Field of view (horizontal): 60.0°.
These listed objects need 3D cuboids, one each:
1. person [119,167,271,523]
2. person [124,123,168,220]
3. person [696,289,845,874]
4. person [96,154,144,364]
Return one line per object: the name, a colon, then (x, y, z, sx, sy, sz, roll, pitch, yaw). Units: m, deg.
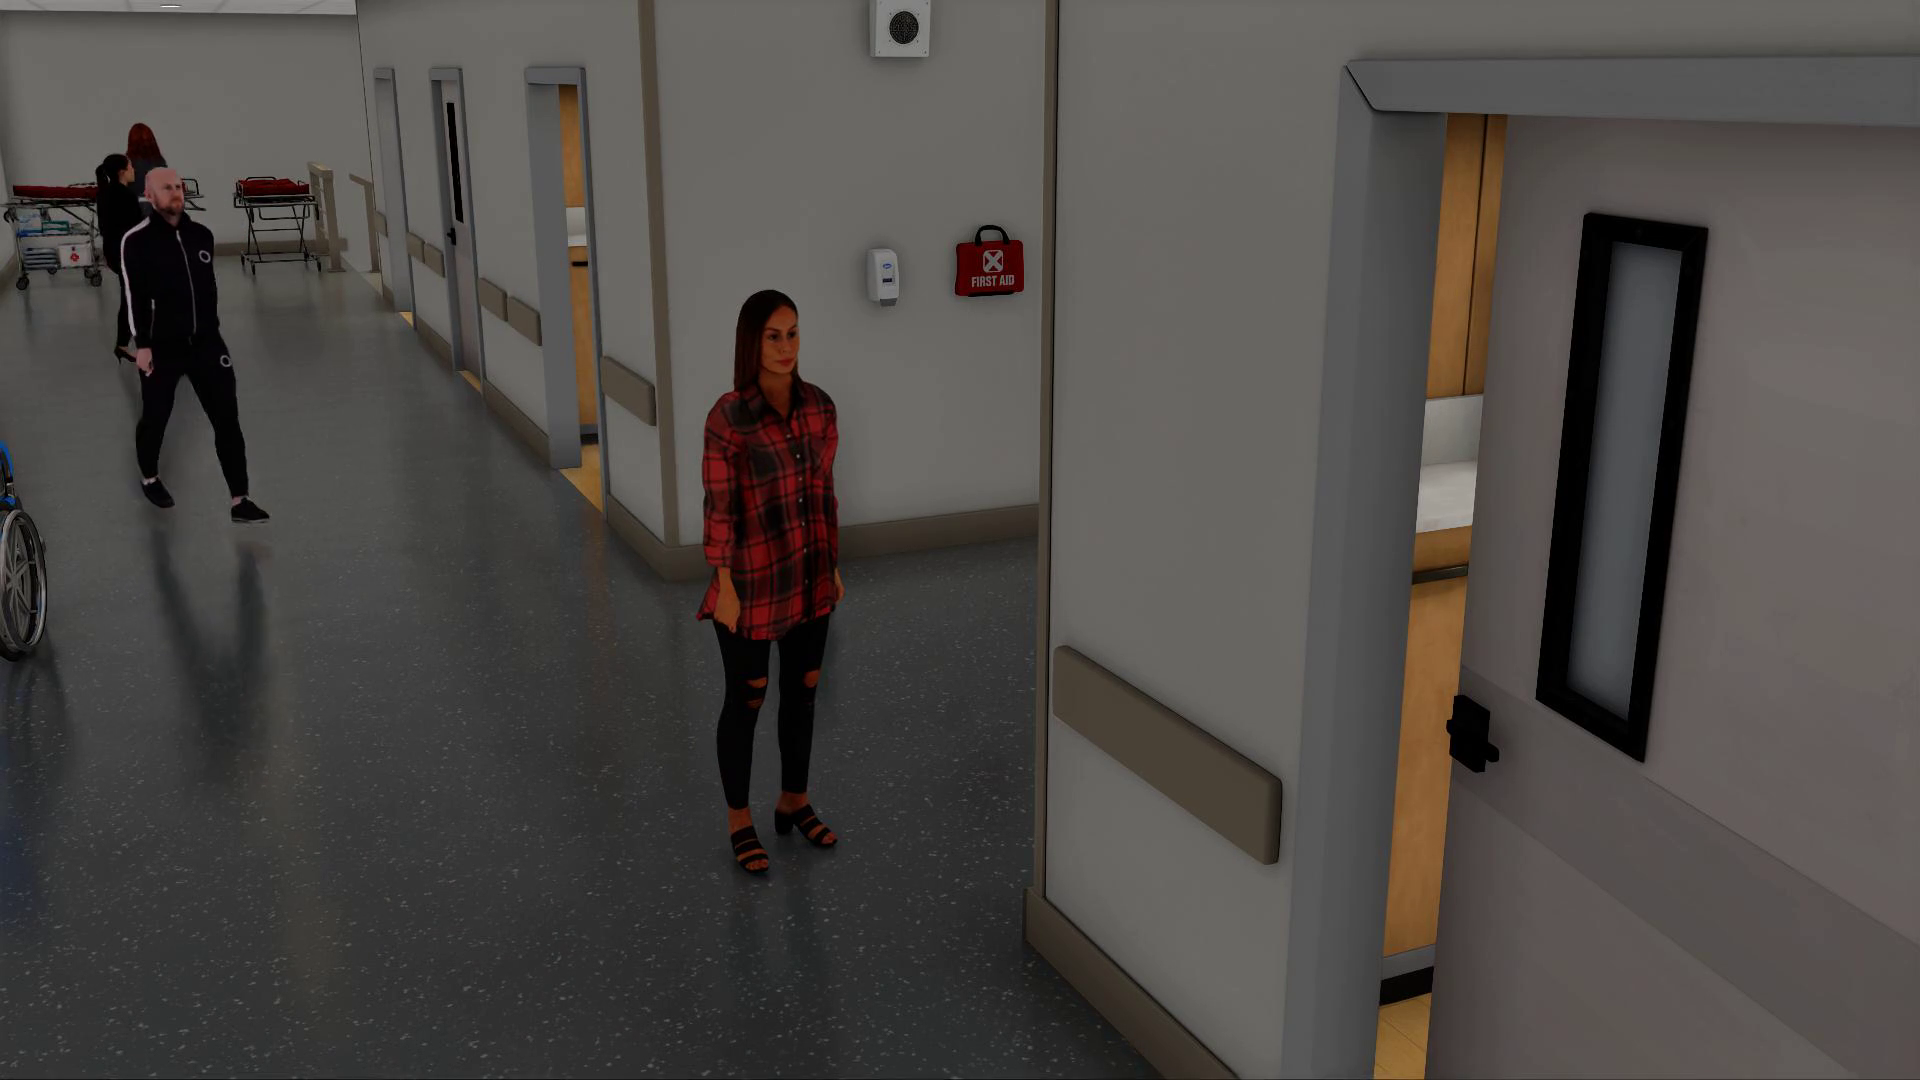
person: (-4.066, -0.961, 8.537, 1.346, 1.786, 1.068, 12, 20, 36)
person: (-8.322, -3.368, 17.110, 0.672, 1.766, 0.698, -13, 20, -38)
person: (-0.539, 0.120, 4.857, 0.680, 1.702, 0.653, -14, 21, -41)
person: (-6.755, -2.229, 13.302, 0.848, 1.641, 0.879, 10, 18, 31)
